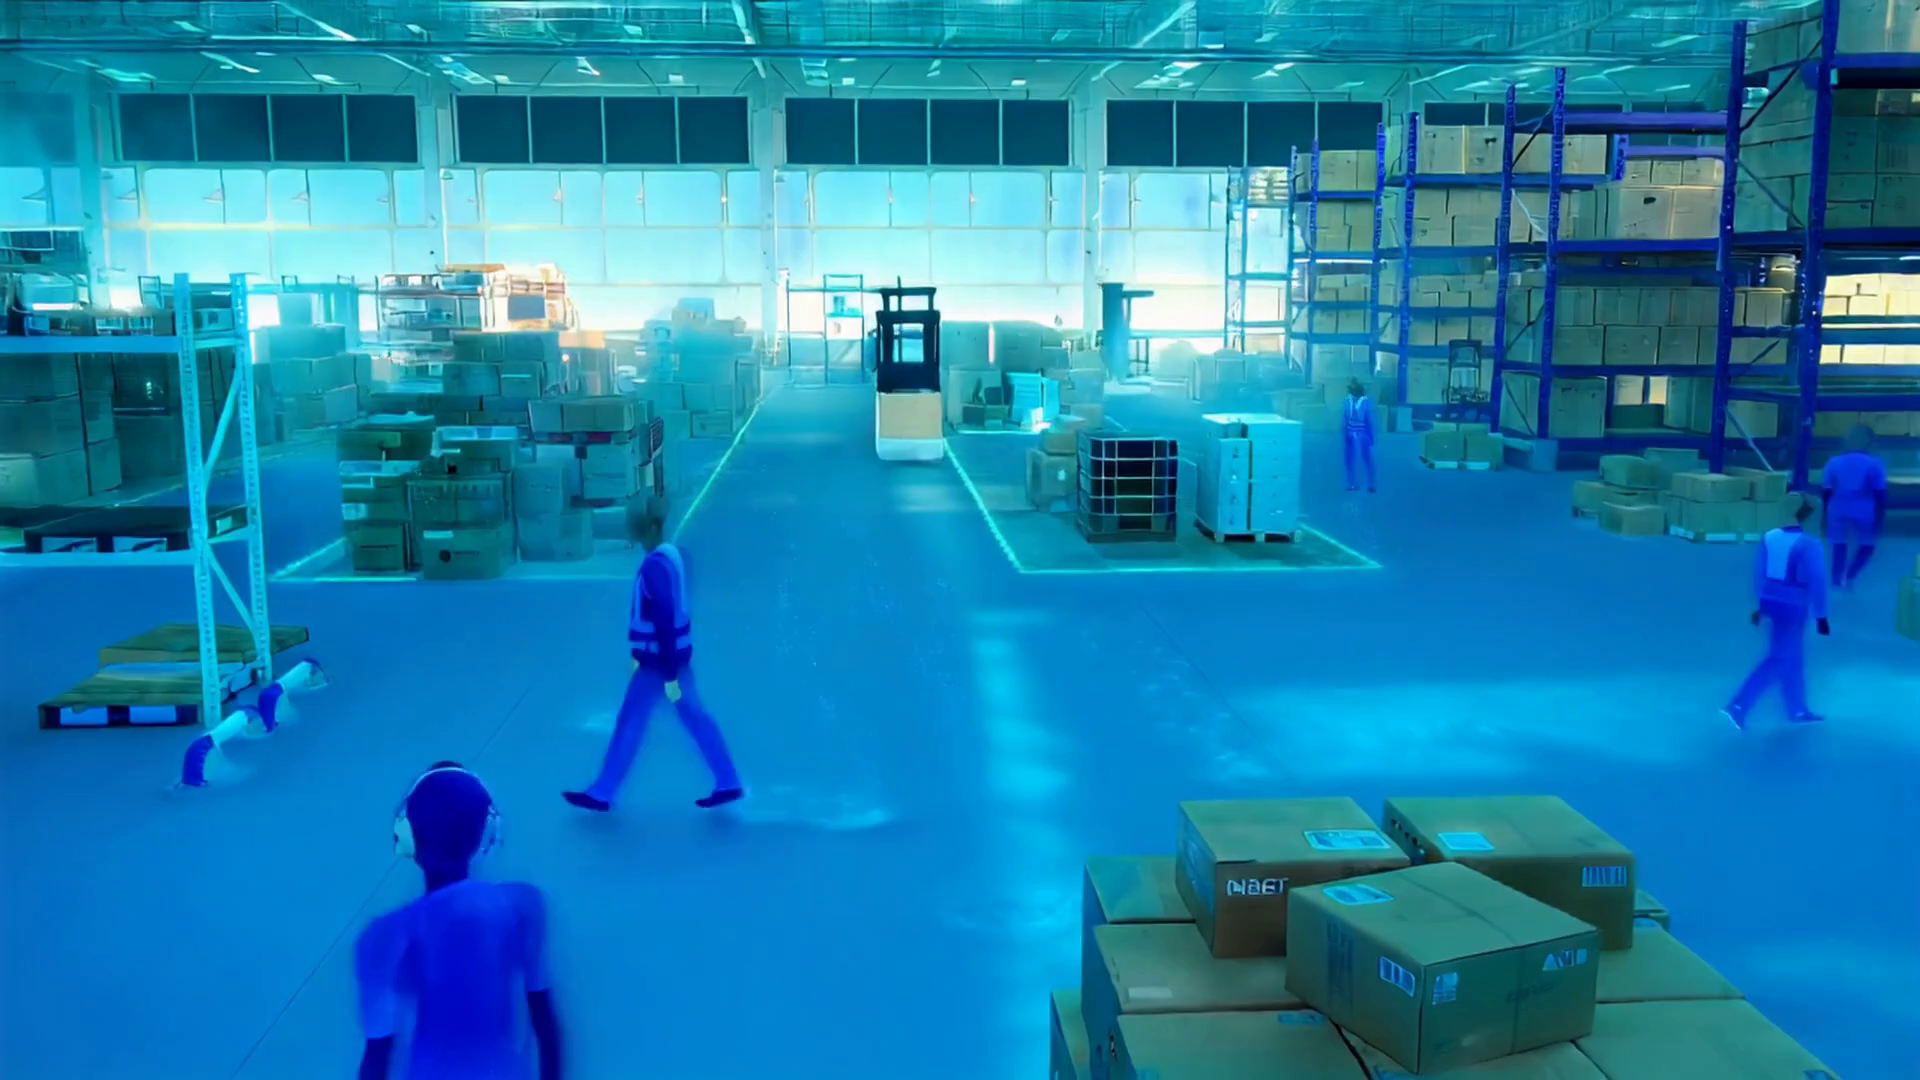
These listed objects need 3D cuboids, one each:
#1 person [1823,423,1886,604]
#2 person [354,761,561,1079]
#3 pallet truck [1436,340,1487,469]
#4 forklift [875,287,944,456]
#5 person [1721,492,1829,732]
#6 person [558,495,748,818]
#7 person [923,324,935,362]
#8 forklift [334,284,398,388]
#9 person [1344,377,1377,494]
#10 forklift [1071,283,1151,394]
[{"bbox_3d":[8.153,-0.234,15.209,0.392,1.681,0.543,-7,12,-39],"label":"person"},{"bbox_3d":[-1.196,1.474,4.054,0.630,1.845,0.538,9,13,44],"label":"person"},{"bbox_3d":[8.004,-2.170,26.422,0.823,1.965,1.885,2,9,14],"label":"pallet truck"},{"bbox_3d":[-0.865,-2.874,28.077,1.129,2.768,1.873,-1,9,-4],"label":"forklift"},{"bbox_3d":[5.433,0.479,11.023,0.814,1.604,0.508,-2,9,-10],"label":"person"},{"bbox_3d":[-1.687,0.654,9.246,1.049,1.829,0.578,0,9,1],"label":"person"},{"bbox_3d":[-0.567,-3.850,37.147,0.545,1.941,0.351,-6,11,-32],"label":"person"},{"bbox_3d":[-14.119,-4.536,38.510,1.873,2.768,1.129,-1,9,-4],"label":"forklift"},{"bbox_3d":[5.589,-1.445,23.073,0.417,1.612,0.560,-5,11,-31],"label":"person"},{"bbox_3d":[3.864,-5.194,42.641,1.873,2.768,1.129,4,10,22],"label":"forklift"}]
